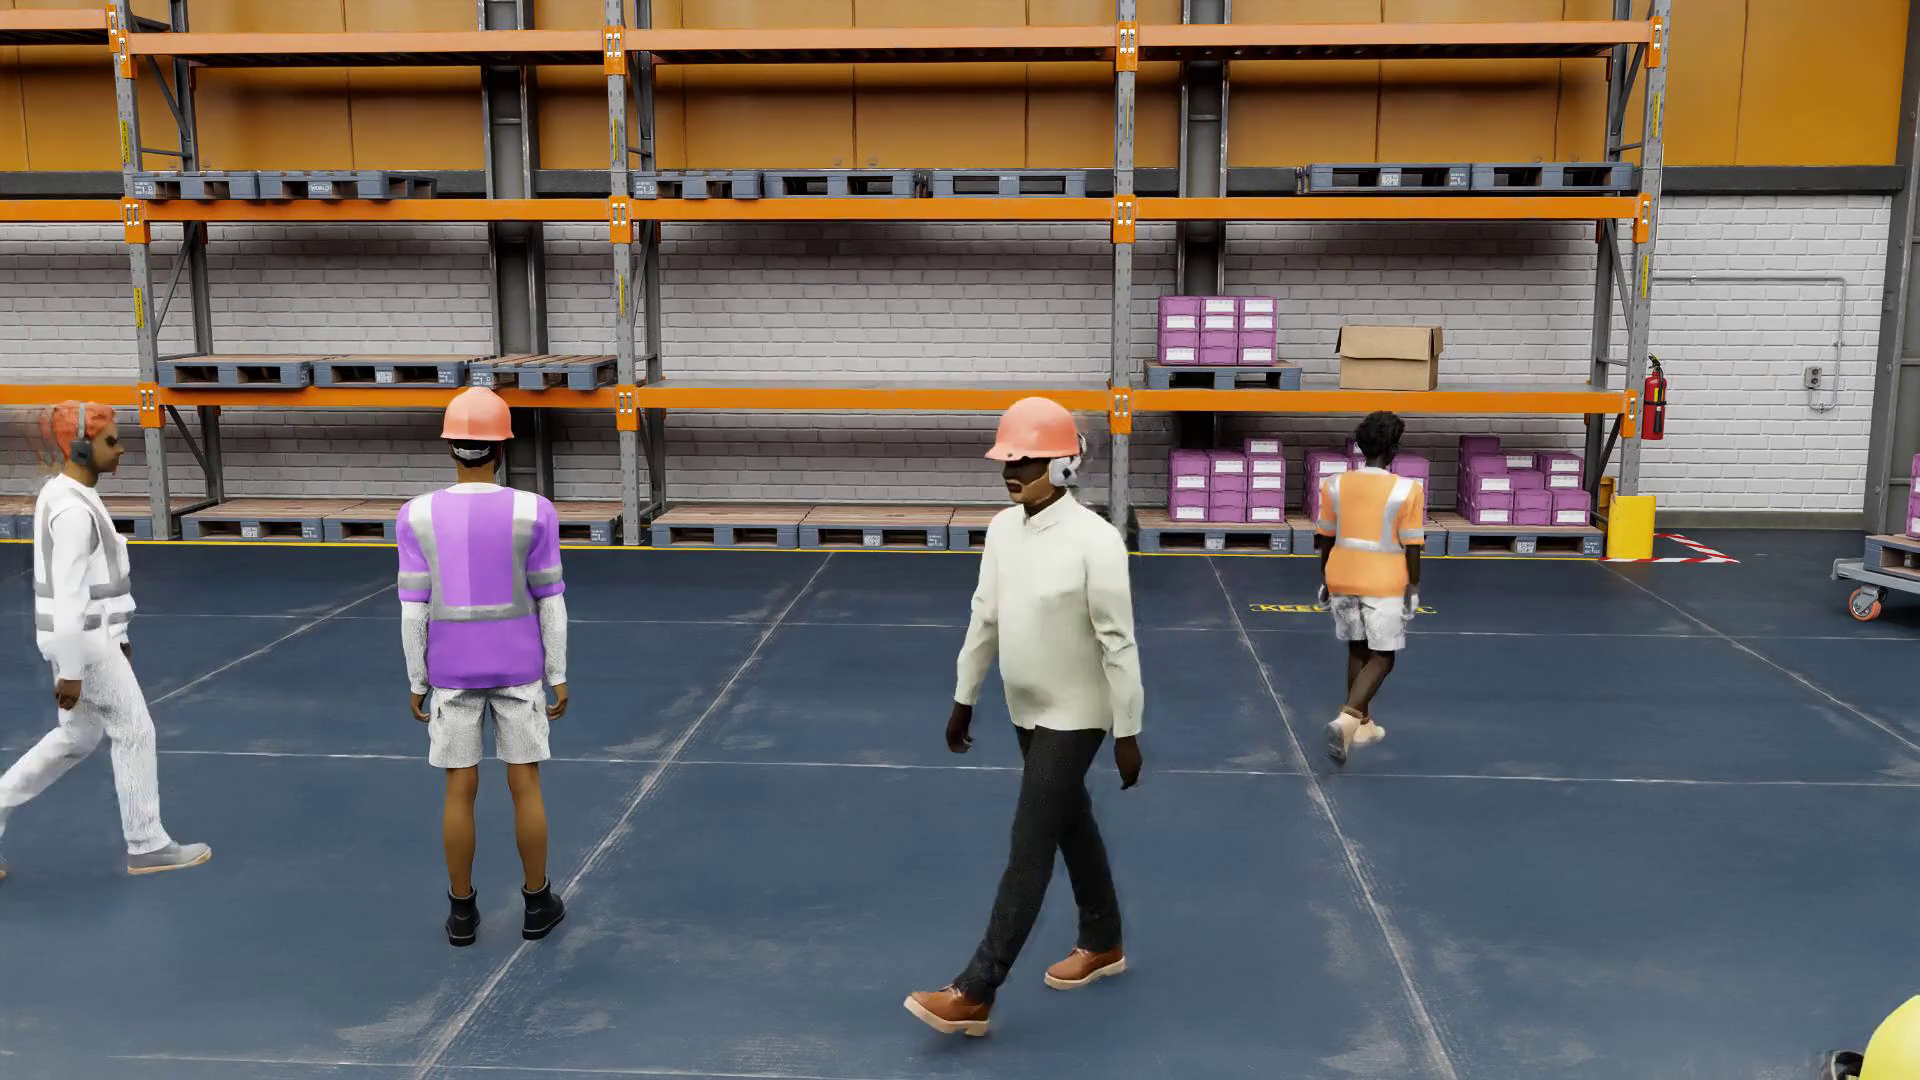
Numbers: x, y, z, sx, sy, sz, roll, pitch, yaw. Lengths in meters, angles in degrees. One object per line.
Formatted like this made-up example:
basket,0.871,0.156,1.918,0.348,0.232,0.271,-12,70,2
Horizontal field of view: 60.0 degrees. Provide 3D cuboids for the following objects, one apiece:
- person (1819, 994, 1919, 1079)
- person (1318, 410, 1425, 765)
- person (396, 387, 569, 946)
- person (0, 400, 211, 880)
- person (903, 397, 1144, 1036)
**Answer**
person,0.860,1.252,1.574,0.446,1.776,0.538,8,12,38
person,1.892,0.225,7.817,0.532,1.667,0.730,8,13,40
person,-1.635,0.441,5.759,0.552,1.937,0.356,-2,10,-10
person,-3.379,0.399,6.258,0.822,1.859,0.578,-6,11,-32
person,0.185,0.538,5.155,1.008,1.942,0.655,-6,11,-32
